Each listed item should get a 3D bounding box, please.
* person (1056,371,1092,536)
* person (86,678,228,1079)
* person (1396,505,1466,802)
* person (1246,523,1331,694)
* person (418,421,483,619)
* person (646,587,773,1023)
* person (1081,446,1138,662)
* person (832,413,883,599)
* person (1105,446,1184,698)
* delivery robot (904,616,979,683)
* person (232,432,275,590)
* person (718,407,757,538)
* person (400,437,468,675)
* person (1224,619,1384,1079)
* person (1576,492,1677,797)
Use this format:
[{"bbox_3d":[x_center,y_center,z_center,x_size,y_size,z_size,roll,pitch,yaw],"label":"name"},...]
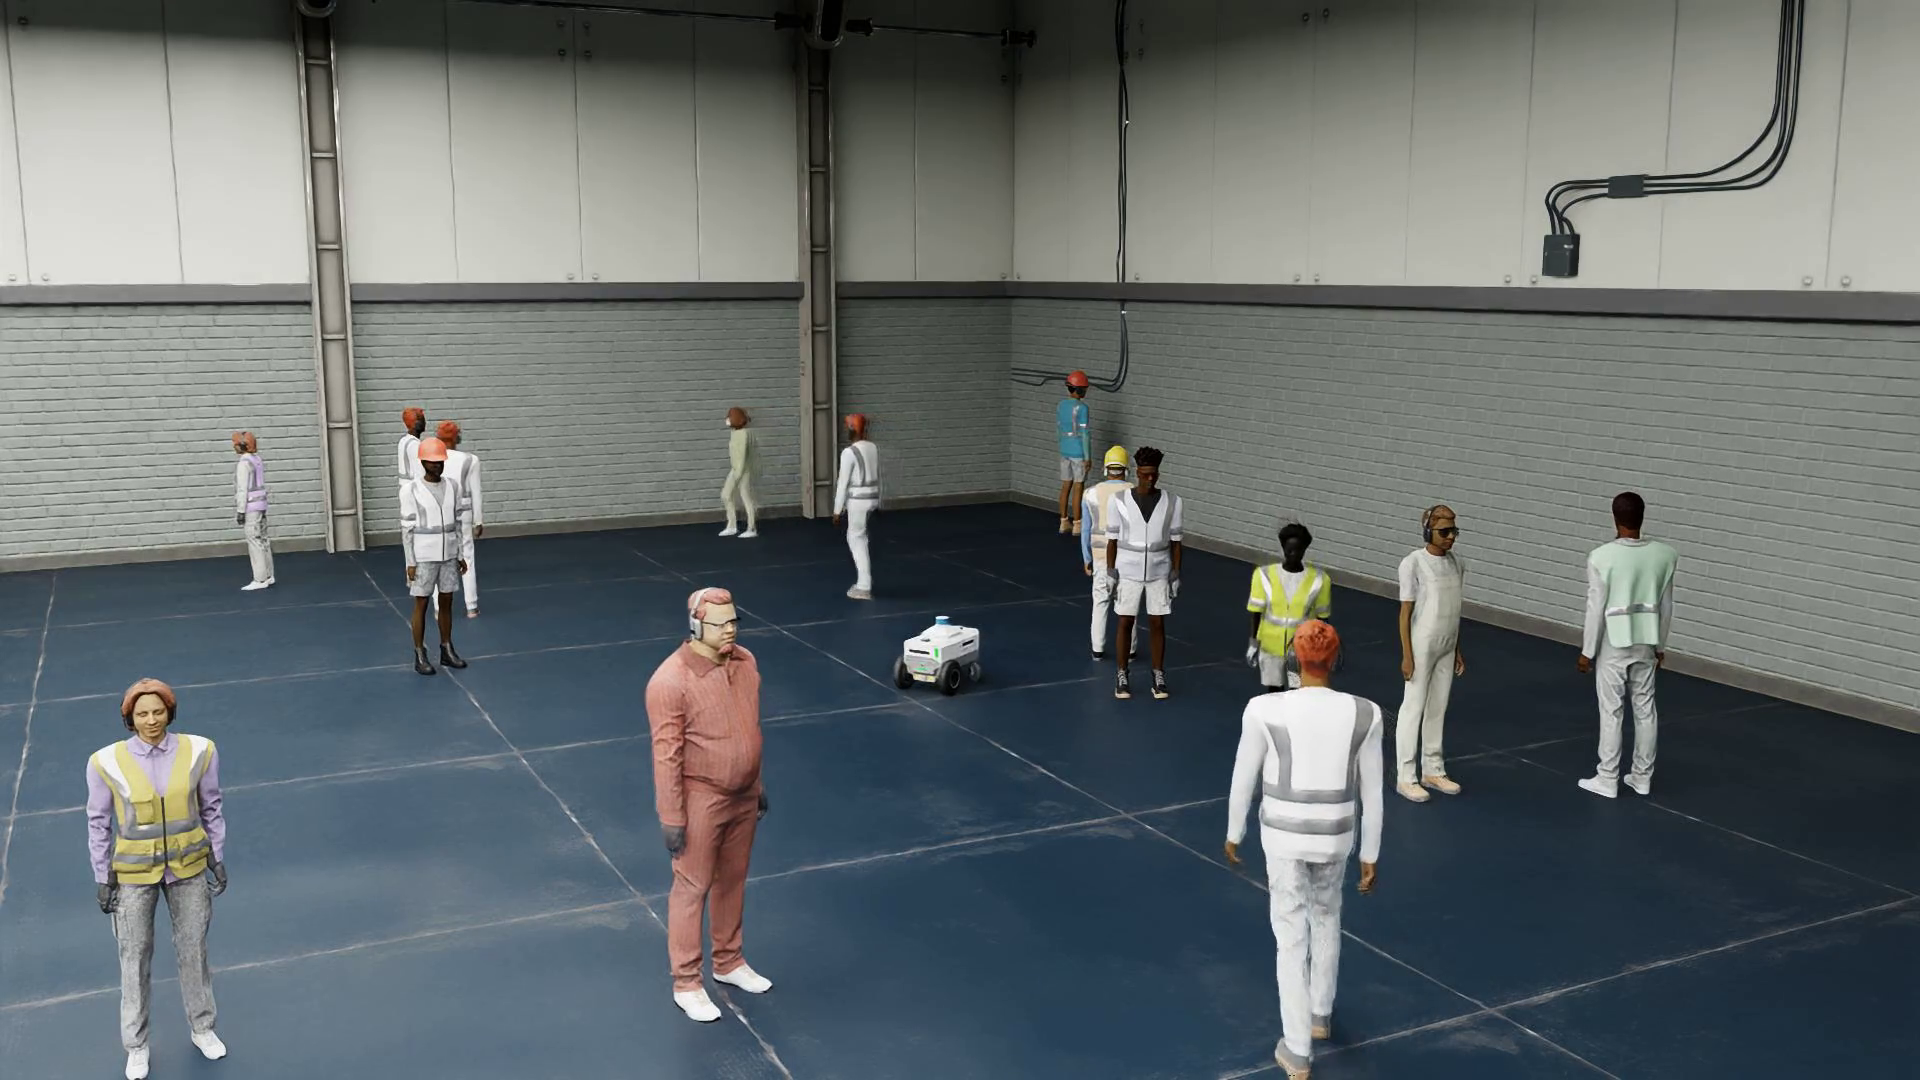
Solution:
[{"bbox_3d":[1.445,-1.076,20.654,0.377,2.044,0.608,-6,11,-32],"label":"person"},{"bbox_3d":[-3.281,1.368,6.830,0.514,1.641,0.309,-7,11,-36],"label":"person"},{"bbox_3d":[2.942,0.694,10.355,0.506,1.846,0.345,-6,11,-31],"label":"person"},{"bbox_3d":[2.167,0.689,10.967,0.533,1.656,0.871,3,10,17],"label":"person"},{"bbox_3d":[-4.799,-0.189,15.713,0.571,1.877,0.350,-2,9,-10],"label":"person"},{"bbox_3d":[-1.066,1.147,7.392,0.402,1.905,0.678,6,11,32],"label":"person"},{"bbox_3d":[1.312,0.122,13.966,0.586,1.824,0.404,2,10,15],"label":"person"},{"bbox_3d":[-1.048,-0.335,16.610,0.465,1.868,0.607,5,11,29],"label":"person"},{"bbox_3d":[1.415,0.248,12.765,0.603,1.958,0.375,0,9,0],"label":"person"},{"bbox_3d":[-0.142,0.843,13.110,0.477,0.478,0.707,5,11,29],"label":"delivery robot"},{"bbox_3d":[-7.309,-0.305,17.168,0.314,1.633,0.518,-1,9,-6],"label":"person"},{"bbox_3d":[-2.755,-0.815,20.365,0.577,1.613,0.503,-5,11,-29],"label":"person"},{"bbox_3d":[-4.276,0.121,13.595,0.376,1.939,0.547,9,13,43],"label":"person"},{"bbox_3d":[1.418,1.241,6.950,0.600,1.859,0.765,-1,9,-4],"label":"person"},{"bbox_3d":[4.153,0.658,10.367,0.587,1.914,0.392,-2,9,-11],"label":"person"}]
